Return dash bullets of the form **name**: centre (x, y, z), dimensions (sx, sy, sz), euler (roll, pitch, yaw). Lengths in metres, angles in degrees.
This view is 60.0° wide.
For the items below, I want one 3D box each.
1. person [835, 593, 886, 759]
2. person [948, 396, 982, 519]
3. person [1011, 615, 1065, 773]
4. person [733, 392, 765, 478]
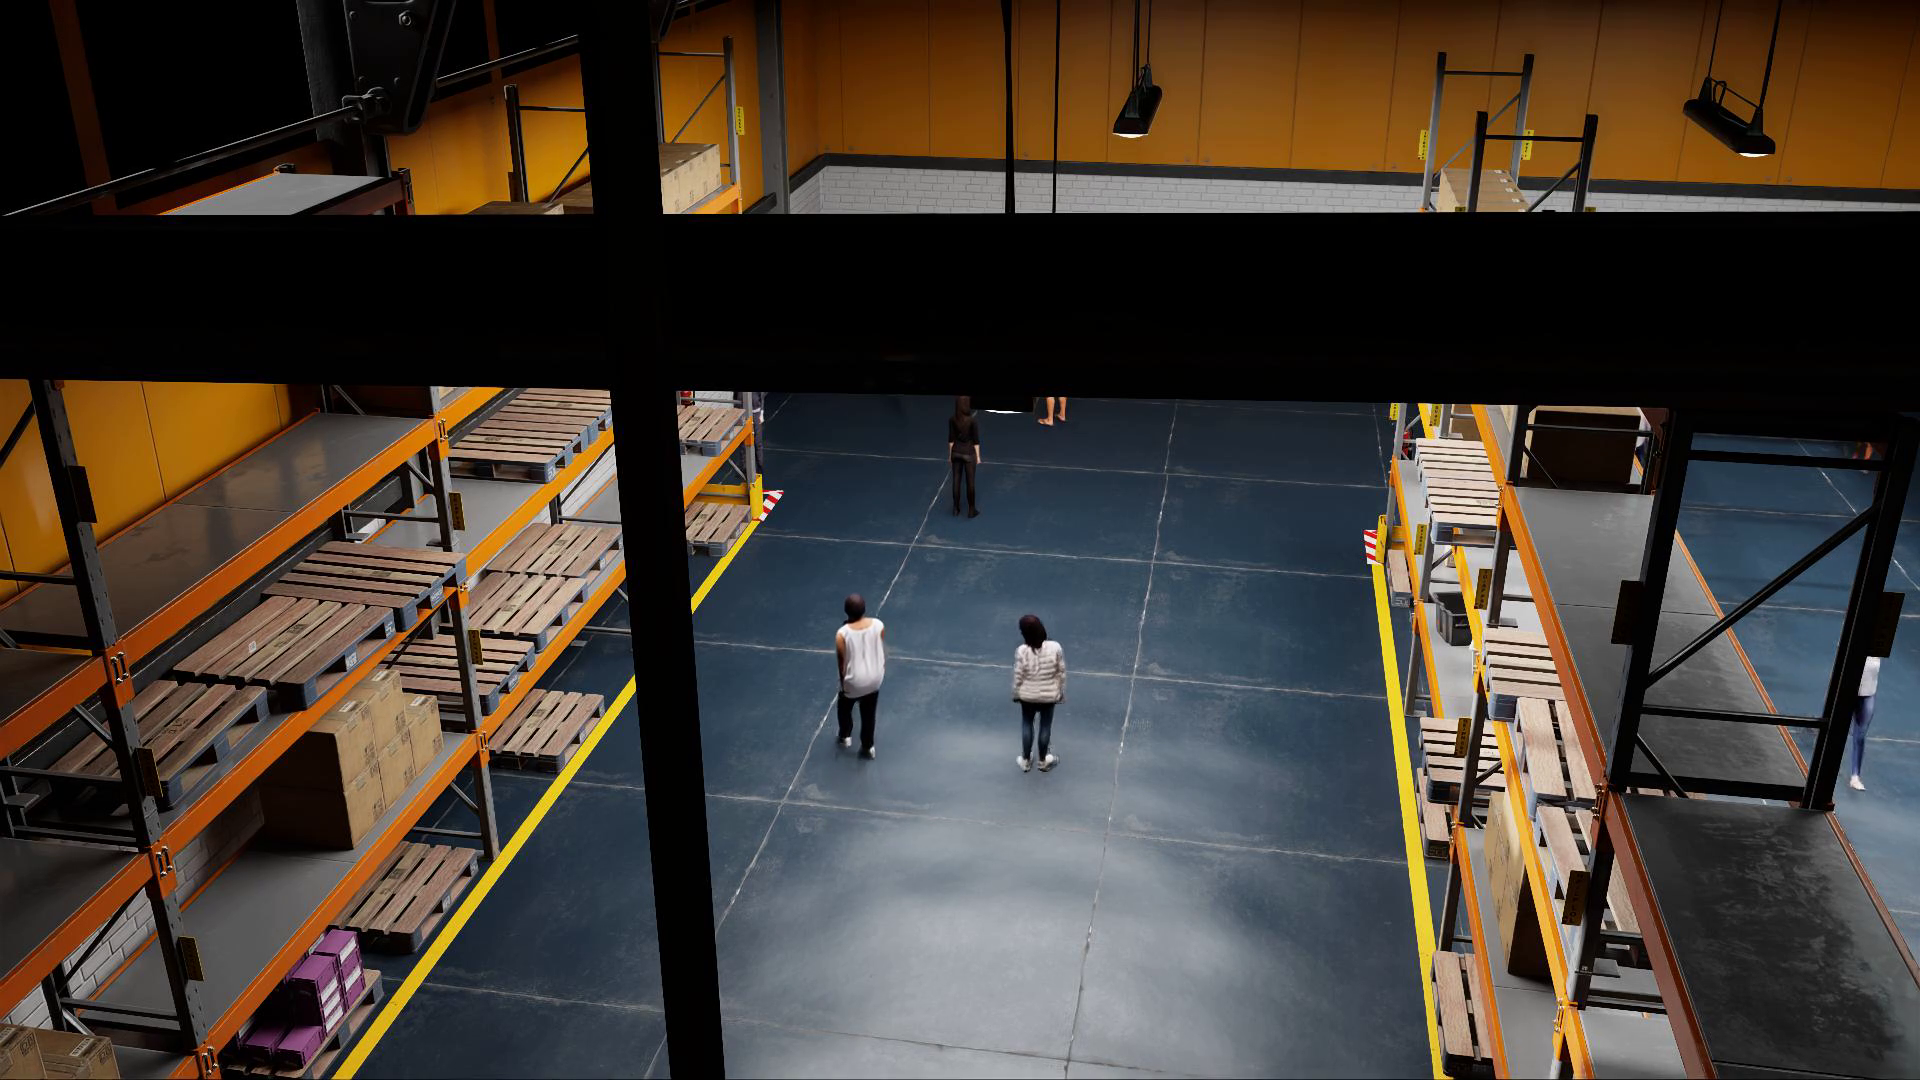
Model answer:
- **person**: centre (-0.935, 1.314, 15.845), dimensions (0.826, 1.669, 0.891), euler (-8, 25, -17)
- **person**: centre (0.044, -1.087, 21.375), dimensions (0.610, 1.641, 0.557), euler (8, 25, 18)
- **person**: centre (0.736, 1.428, 15.642), dimensions (0.684, 1.624, 0.598), euler (6, 24, 14)
- **person**: centre (-2.869, -1.714, 22.634), dimensions (0.567, 1.780, 0.491), euler (4, 24, 9)
